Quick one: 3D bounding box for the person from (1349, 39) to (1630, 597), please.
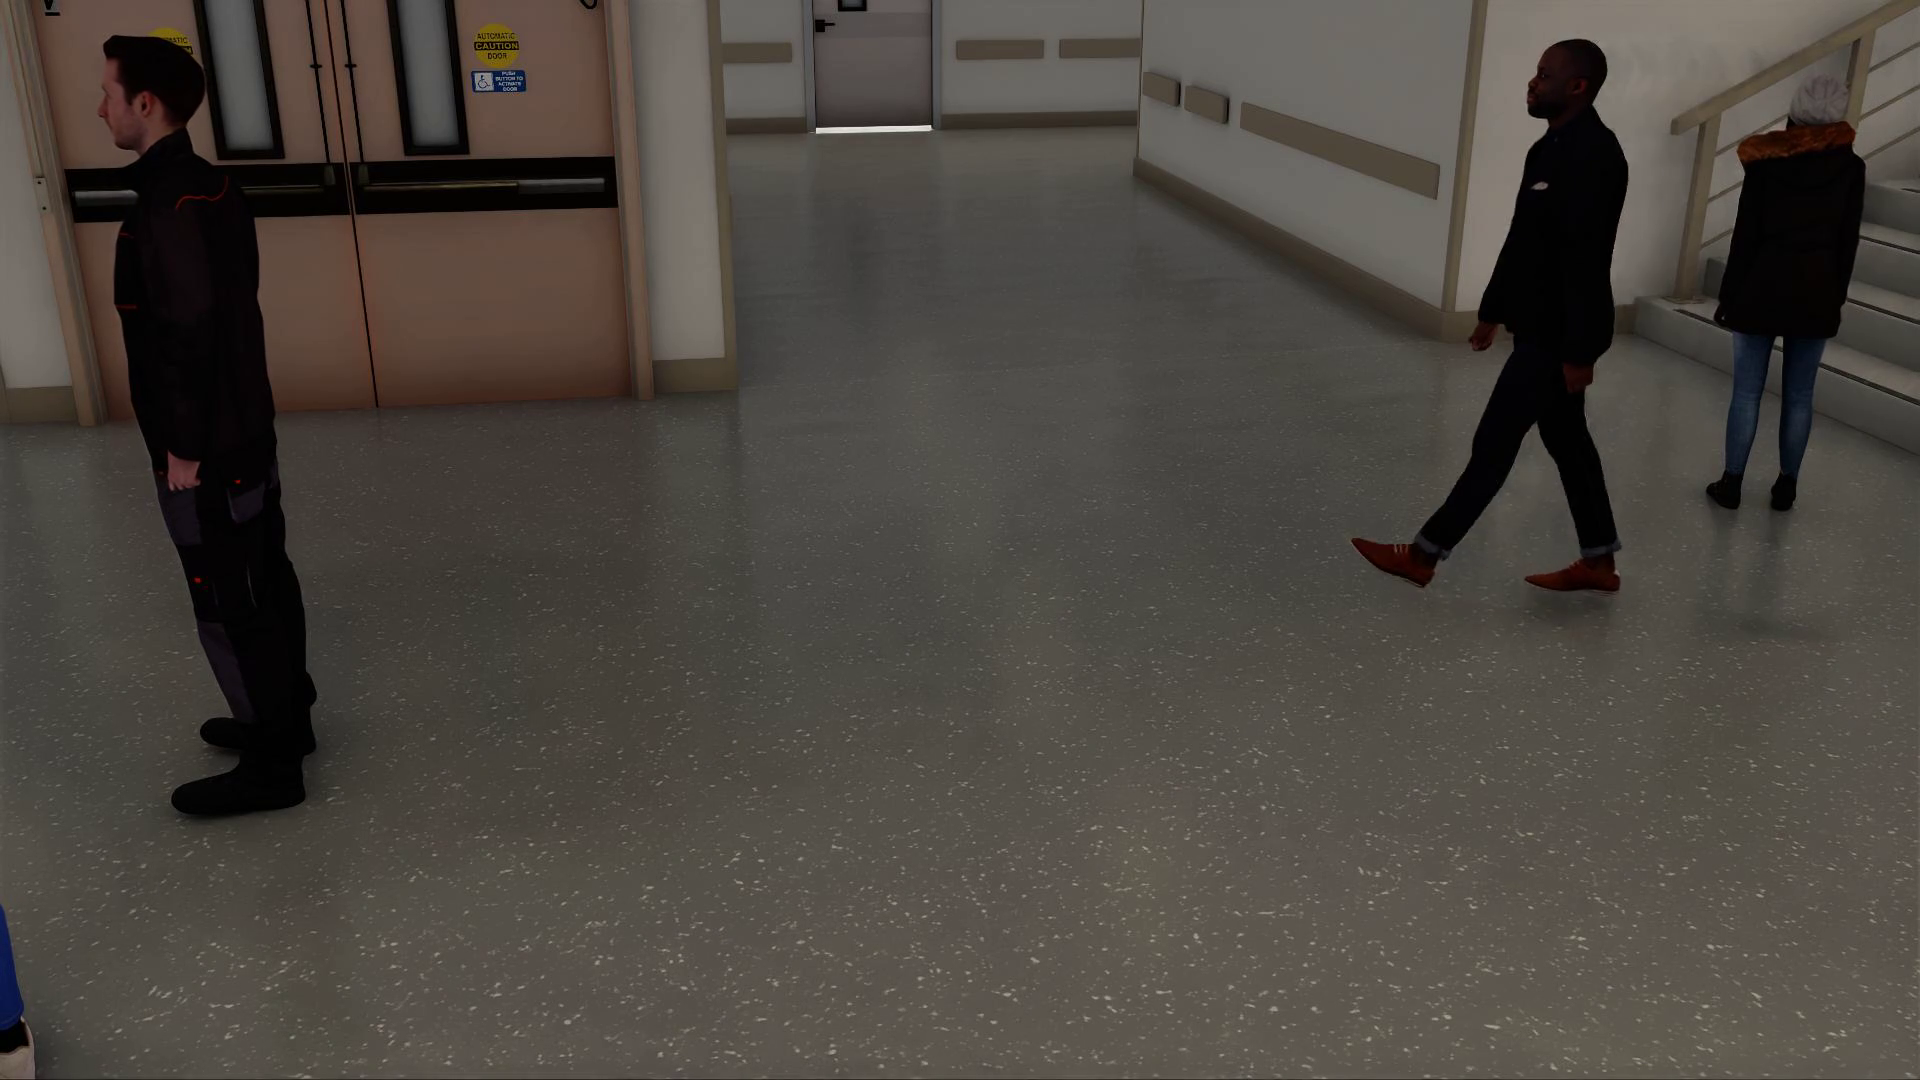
[{"bbox_3d":[1.967,-0.626,5.271,1.238,1.780,0.997,4,21,10],"label":"person"}]

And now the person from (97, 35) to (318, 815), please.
[{"bbox_3d":[-1.860,-0.262,4.118,0.562,1.915,0.670,-4,21,-9],"label":"person"}]

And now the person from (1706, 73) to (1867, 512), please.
[{"bbox_3d":[3.093,-0.912,6.232,0.674,1.633,0.781,5,21,13],"label":"person"}]
